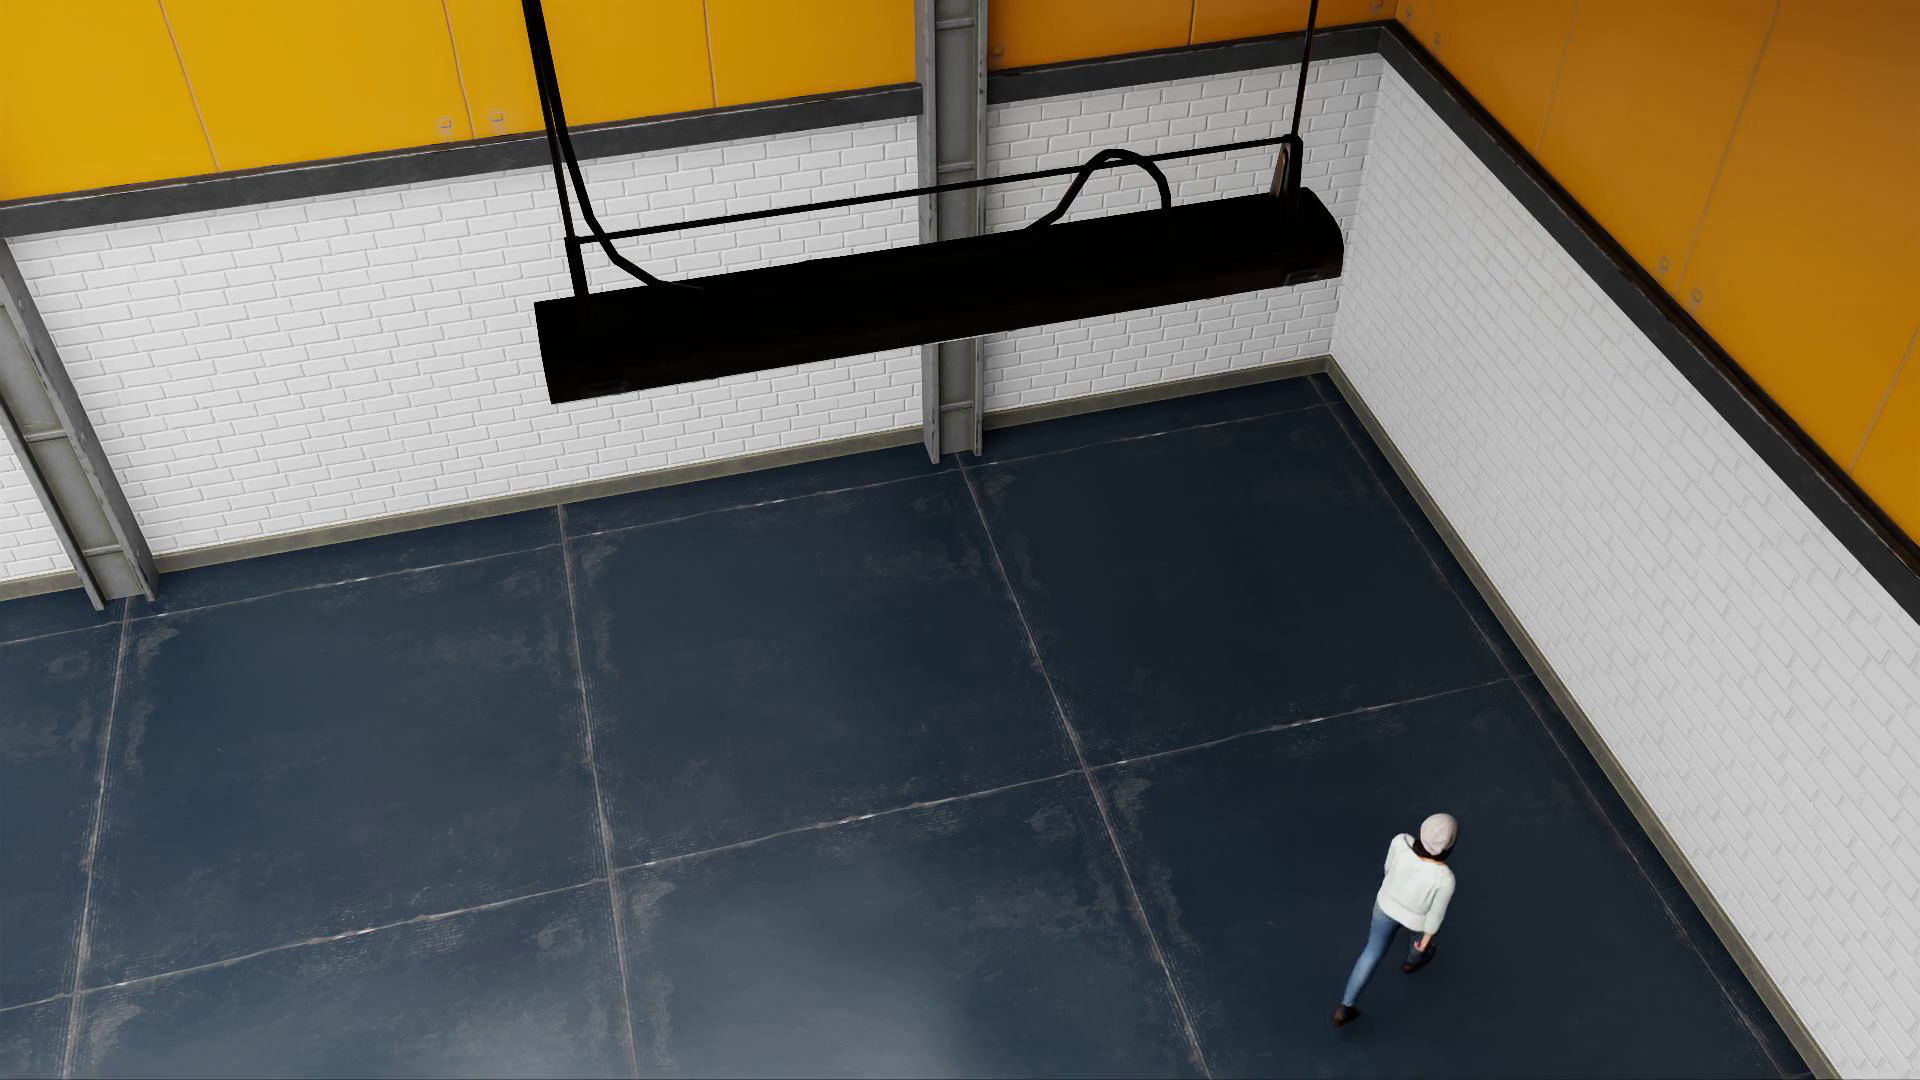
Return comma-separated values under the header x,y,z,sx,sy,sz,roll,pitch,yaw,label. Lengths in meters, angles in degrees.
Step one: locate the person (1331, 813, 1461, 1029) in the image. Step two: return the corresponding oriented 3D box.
x,y,z,sx,sy,sz,roll,pitch,yaw,label
2.308,2.001,8.794,1.169,1.609,0.939,-34,53,-31,person
